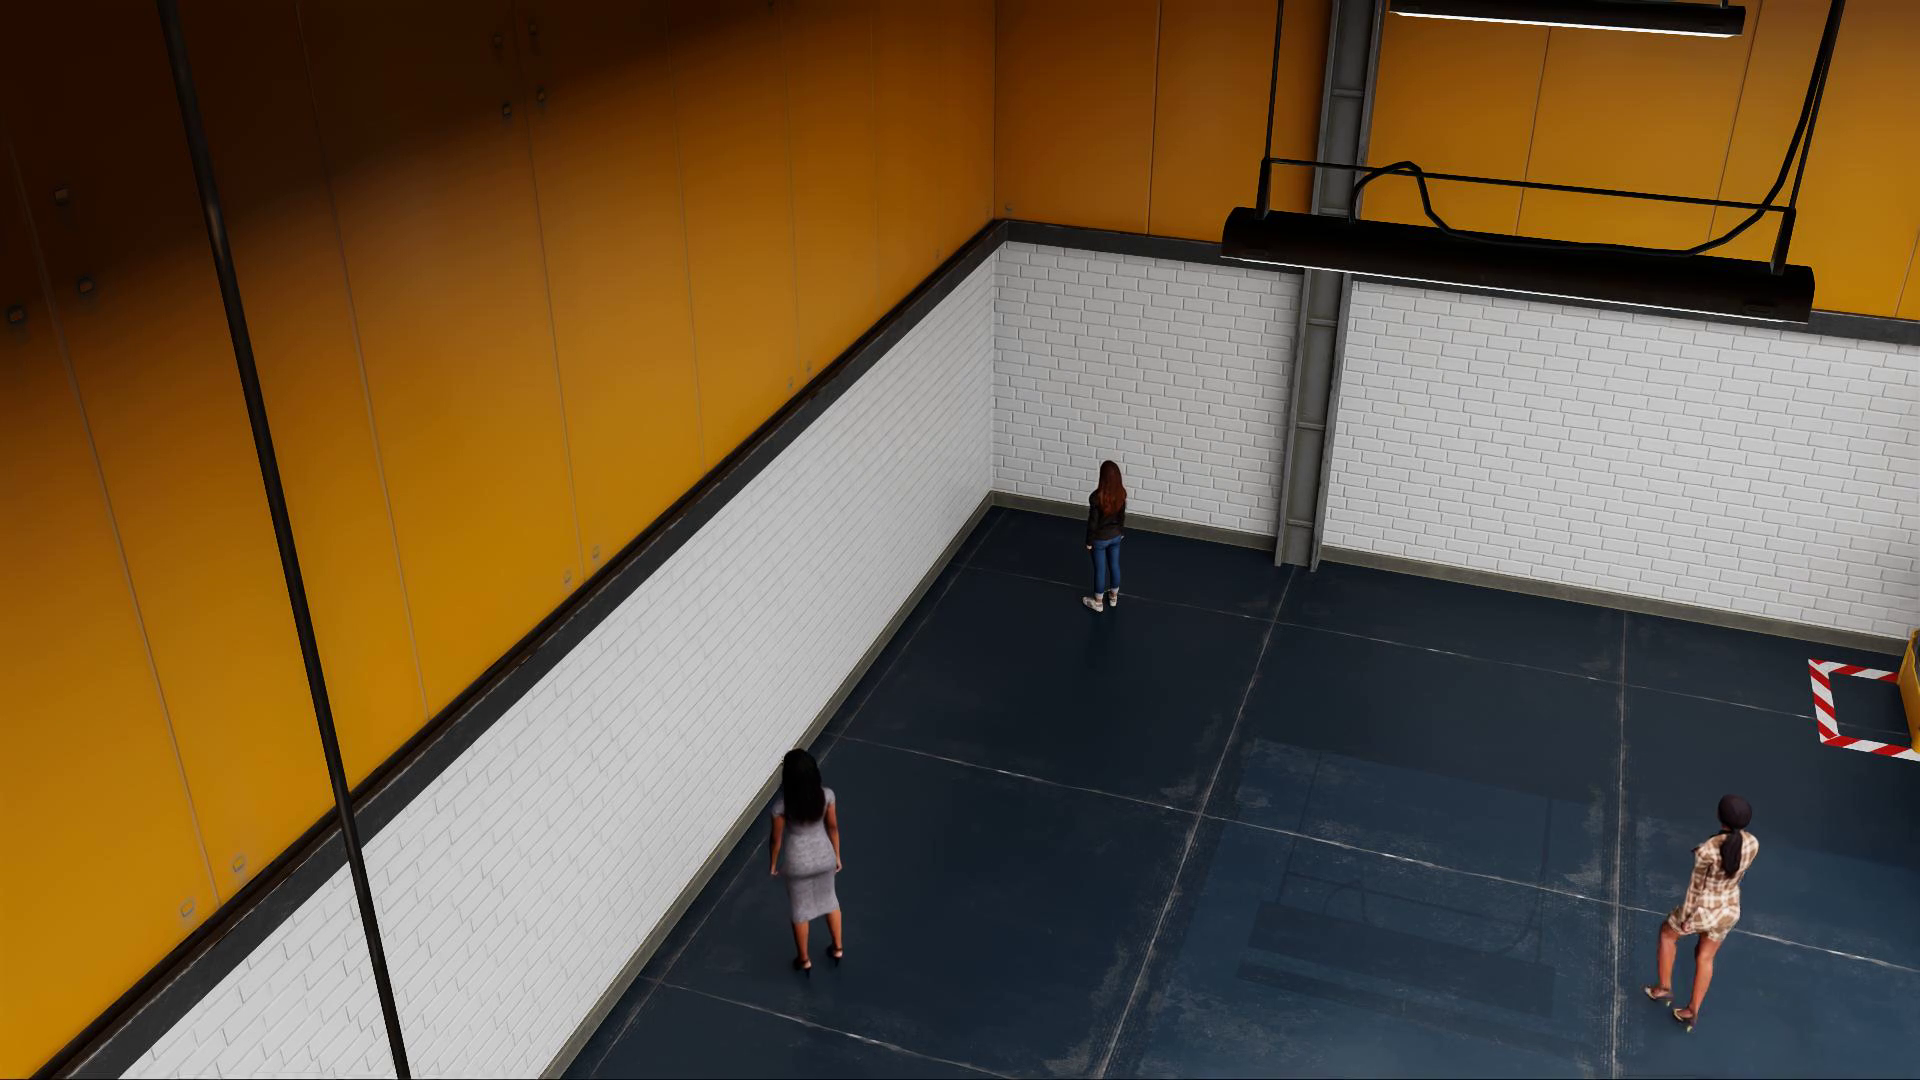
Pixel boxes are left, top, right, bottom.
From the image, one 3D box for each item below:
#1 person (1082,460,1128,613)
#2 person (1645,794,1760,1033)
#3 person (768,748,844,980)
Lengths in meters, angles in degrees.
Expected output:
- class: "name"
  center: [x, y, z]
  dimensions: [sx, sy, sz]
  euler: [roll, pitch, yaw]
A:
- class: "person"
  center: [1.326, -0.048, 15.043]
  dimensions: [0.642, 1.483, 0.683]
  euler: [-16, 33, -27]
- class: "person"
  center: [4.682, 2.364, 10.309]
  dimensions: [0.719, 1.782, 0.785]
  euler: [-4, 29, -8]
- class: "person"
  center: [-0.981, 2.122, 10.758]
  dimensions: [0.659, 1.777, 0.739]
  euler: [-10, 30, -17]
